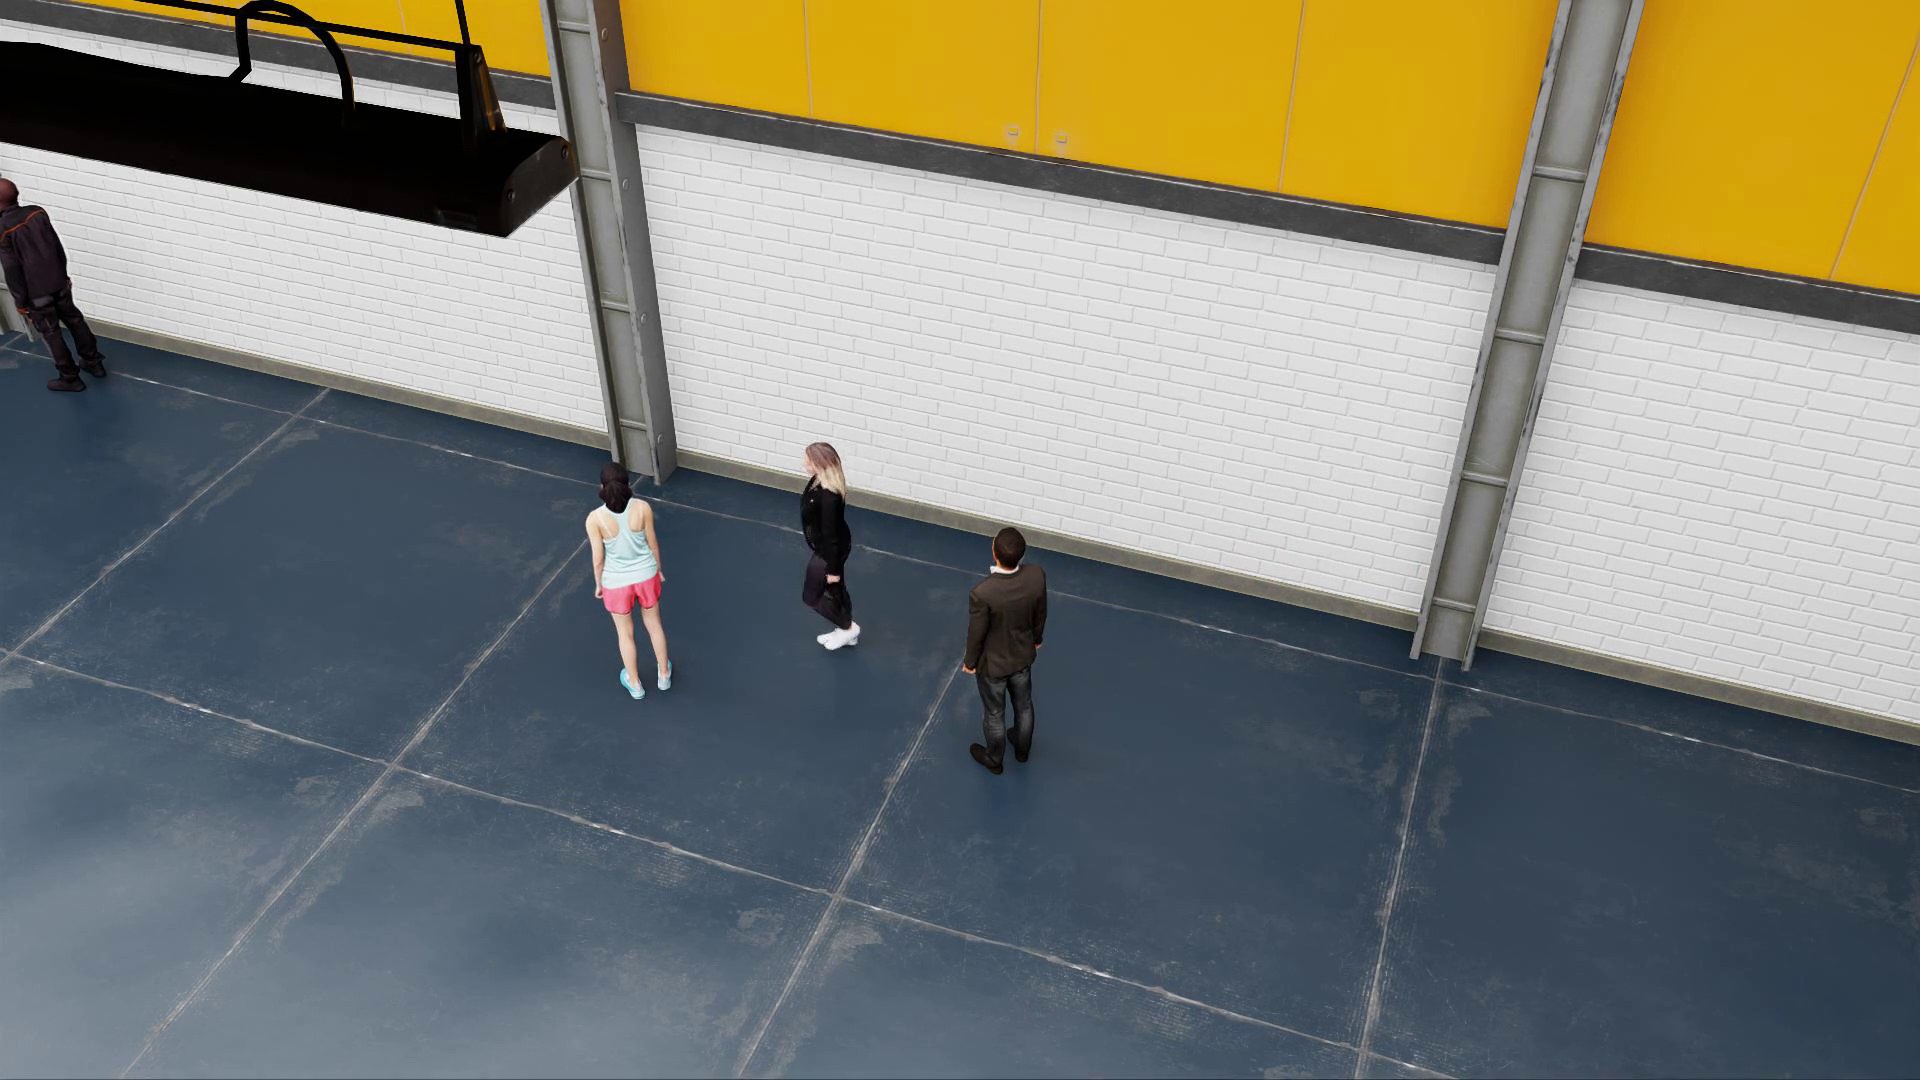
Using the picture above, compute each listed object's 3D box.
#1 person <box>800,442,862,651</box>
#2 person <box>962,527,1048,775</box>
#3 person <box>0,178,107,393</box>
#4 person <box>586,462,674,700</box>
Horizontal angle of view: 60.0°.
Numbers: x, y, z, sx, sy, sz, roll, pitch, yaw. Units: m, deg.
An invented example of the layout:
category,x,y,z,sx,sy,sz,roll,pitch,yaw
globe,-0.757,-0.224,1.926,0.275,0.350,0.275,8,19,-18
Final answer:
category,x,y,z,sx,sy,sz,roll,pitch,yaw
person,-0.739,0.070,10.644,0.737,1.672,0.735,-2,39,-2
person,0.270,0.650,9.810,0.747,1.805,0.778,-20,43,-23
person,-7.248,-2.021,13.139,0.606,1.825,0.711,16,41,19
person,-2.055,0.245,10.350,0.696,1.765,0.760,-15,41,-18
